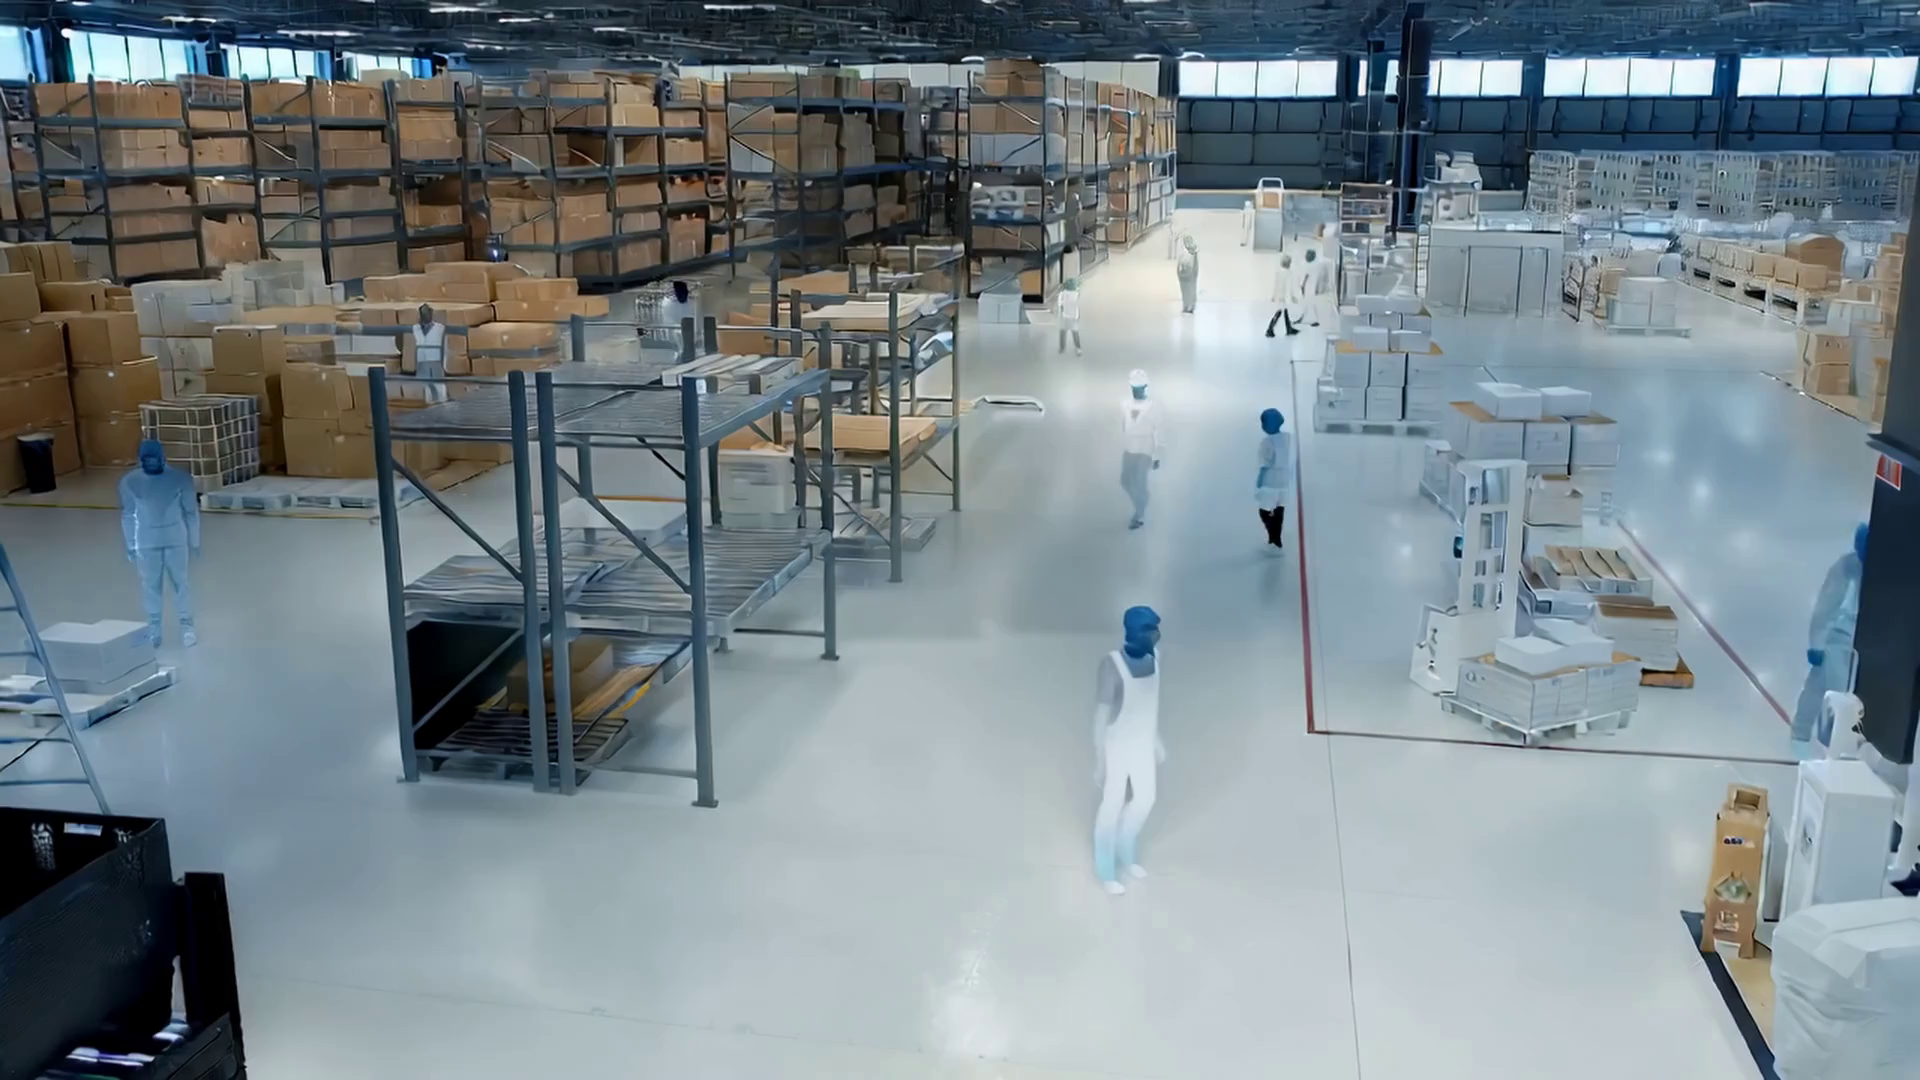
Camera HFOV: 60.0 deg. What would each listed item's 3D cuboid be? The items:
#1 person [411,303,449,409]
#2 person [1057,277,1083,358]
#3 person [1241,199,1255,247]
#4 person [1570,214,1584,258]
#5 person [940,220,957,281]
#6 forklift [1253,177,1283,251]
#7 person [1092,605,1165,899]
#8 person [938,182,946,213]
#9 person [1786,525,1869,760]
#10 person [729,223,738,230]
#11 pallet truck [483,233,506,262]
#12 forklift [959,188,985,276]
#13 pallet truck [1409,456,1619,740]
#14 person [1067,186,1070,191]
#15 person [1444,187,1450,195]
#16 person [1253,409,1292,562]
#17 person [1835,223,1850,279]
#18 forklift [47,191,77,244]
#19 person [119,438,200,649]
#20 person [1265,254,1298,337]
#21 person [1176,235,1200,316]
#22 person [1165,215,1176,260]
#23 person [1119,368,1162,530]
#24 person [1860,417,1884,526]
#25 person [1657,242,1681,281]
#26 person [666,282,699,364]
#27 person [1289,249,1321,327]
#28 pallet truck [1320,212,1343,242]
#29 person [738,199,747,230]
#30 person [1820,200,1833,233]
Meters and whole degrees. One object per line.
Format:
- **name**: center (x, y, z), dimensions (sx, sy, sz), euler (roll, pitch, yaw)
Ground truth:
- **person**: center (-8.513, -2.850, 26.754), dimensions (0.596, 1.916, 0.373), euler (1, 14, 5)
- **person**: center (2.307, -4.593, 34.369), dimensions (0.539, 1.657, 0.861), euler (-6, 15, -23)
- **person**: center (11.691, -12.872, 67.518), dimensions (0.633, 1.885, 1.024), euler (7, 15, 25)
- **person**: center (22.125, -10.825, 59.608), dimensions (0.546, 1.681, 0.596), euler (-2, 14, -9)
- **person**: center (-0.301, -9.047, 51.955), dimensions (0.642, 1.901, 0.401), euler (-7, 16, -27)
- **forklift**: center (12.083, -12.747, 64.956), dimensions (1.129, 2.768, 1.873), euler (3, 14, 10)
- **person**: center (1.034, 1.271, 10.203), dimensions (0.557, 1.842, 0.354), euler (-12, 18, -41)
- **person**: center (-0.983, -19.525, 94.796), dimensions (0.573, 1.748, 0.339), euler (-6, 15, -23)
- **person**: center (6.585, 0.769, 12.329), dimensions (0.692, 1.797, 0.638), euler (11, 17, 37)
- **person**: center (-8.177, -11.281, 60.759), dimensions (0.686, 2.024, 0.636), euler (2, 14, 9)
- **pallet truck**: center (-11.832, -7.026, 43.548), dimensions (1.885, 1.965, 0.823), euler (8, 16, 28)
- **forklift**: center (0.464, -9.902, 53.408), dimensions (1.129, 2.768, 1.873), euler (3, 14, 10)
- **pallet truck**: center (4.504, 0.400, 13.395), dimensions (0.823, 1.965, 1.885), euler (-6, 15, -23)
- **person**: center (5.543, -17.348, 85.815), dimensions (0.643, 1.829, 0.440), euler (2, 14, 9)
- **person**: center (23.531, -16.150, 80.599), dimensions (0.388, 1.993, 0.617), euler (-9, 17, -33)
- **person**: center (3.446, -0.602, 18.130), dimensions (0.461, 1.675, 0.599), euler (13, 19, 42)
- **person**: center (27.878, -9.134, 52.602), dimensions (0.327, 1.760, 0.523), euler (-7, 15, -26)
- **forklift**: center (-27.278, -9.245, 50.739), dimensions (1.129, 2.768, 1.873), euler (3, 14, 10)
- **person**: center (-7.198, 0.030, 15.022), dimensions (0.633, 1.936, 0.355), euler (-4, 15, -17)
- **person**: center (7.353, -5.571, 37.890), dimensions (0.973, 1.884, 0.535), euler (-6, 15, -23)
- **person**: center (5.728, -6.692, 42.103), dimensions (0.537, 2.000, 0.675), euler (13, 19, 42)
- **person**: center (7.622, -10.954, 60.293), dimensions (0.346, 1.611, 0.508), euler (-9, 16, -32)
- **person**: center (2.122, -1.075, 19.560), dimensions (0.590, 1.912, 0.471), euler (11, 18, 38)
- **person**: center (10.582, -0.843, 18.972), dimensions (0.509, 1.750, 0.526), euler (-2, 14, -8)
- **person**: center (18.345, -6.804, 43.070), dimensions (0.589, 1.796, 0.896), euler (2, 14, 9)
- **person**: center (-5.015, -3.713, 30.186), dimensions (0.428, 1.948, 0.652), euler (12, 18, 41)
- **person**: center (8.279, -6.020, 39.798), dimensions (0.914, 1.829, 0.558), euler (8, 16, 30)
- **pallet truck**: center (15.874, -13.227, 70.310), dimensions (0.680, 1.201, 1.601), euler (10, 17, 35)
- **person**: center (-9.619, -14.242, 72.999), dimensions (0.580, 1.919, 0.530), euler (0, 14, 0)
- **person**: center (35.765, -13.122, 68.695), dimensions (0.419, 1.814, 0.605), euler (-2, 14, -9)
